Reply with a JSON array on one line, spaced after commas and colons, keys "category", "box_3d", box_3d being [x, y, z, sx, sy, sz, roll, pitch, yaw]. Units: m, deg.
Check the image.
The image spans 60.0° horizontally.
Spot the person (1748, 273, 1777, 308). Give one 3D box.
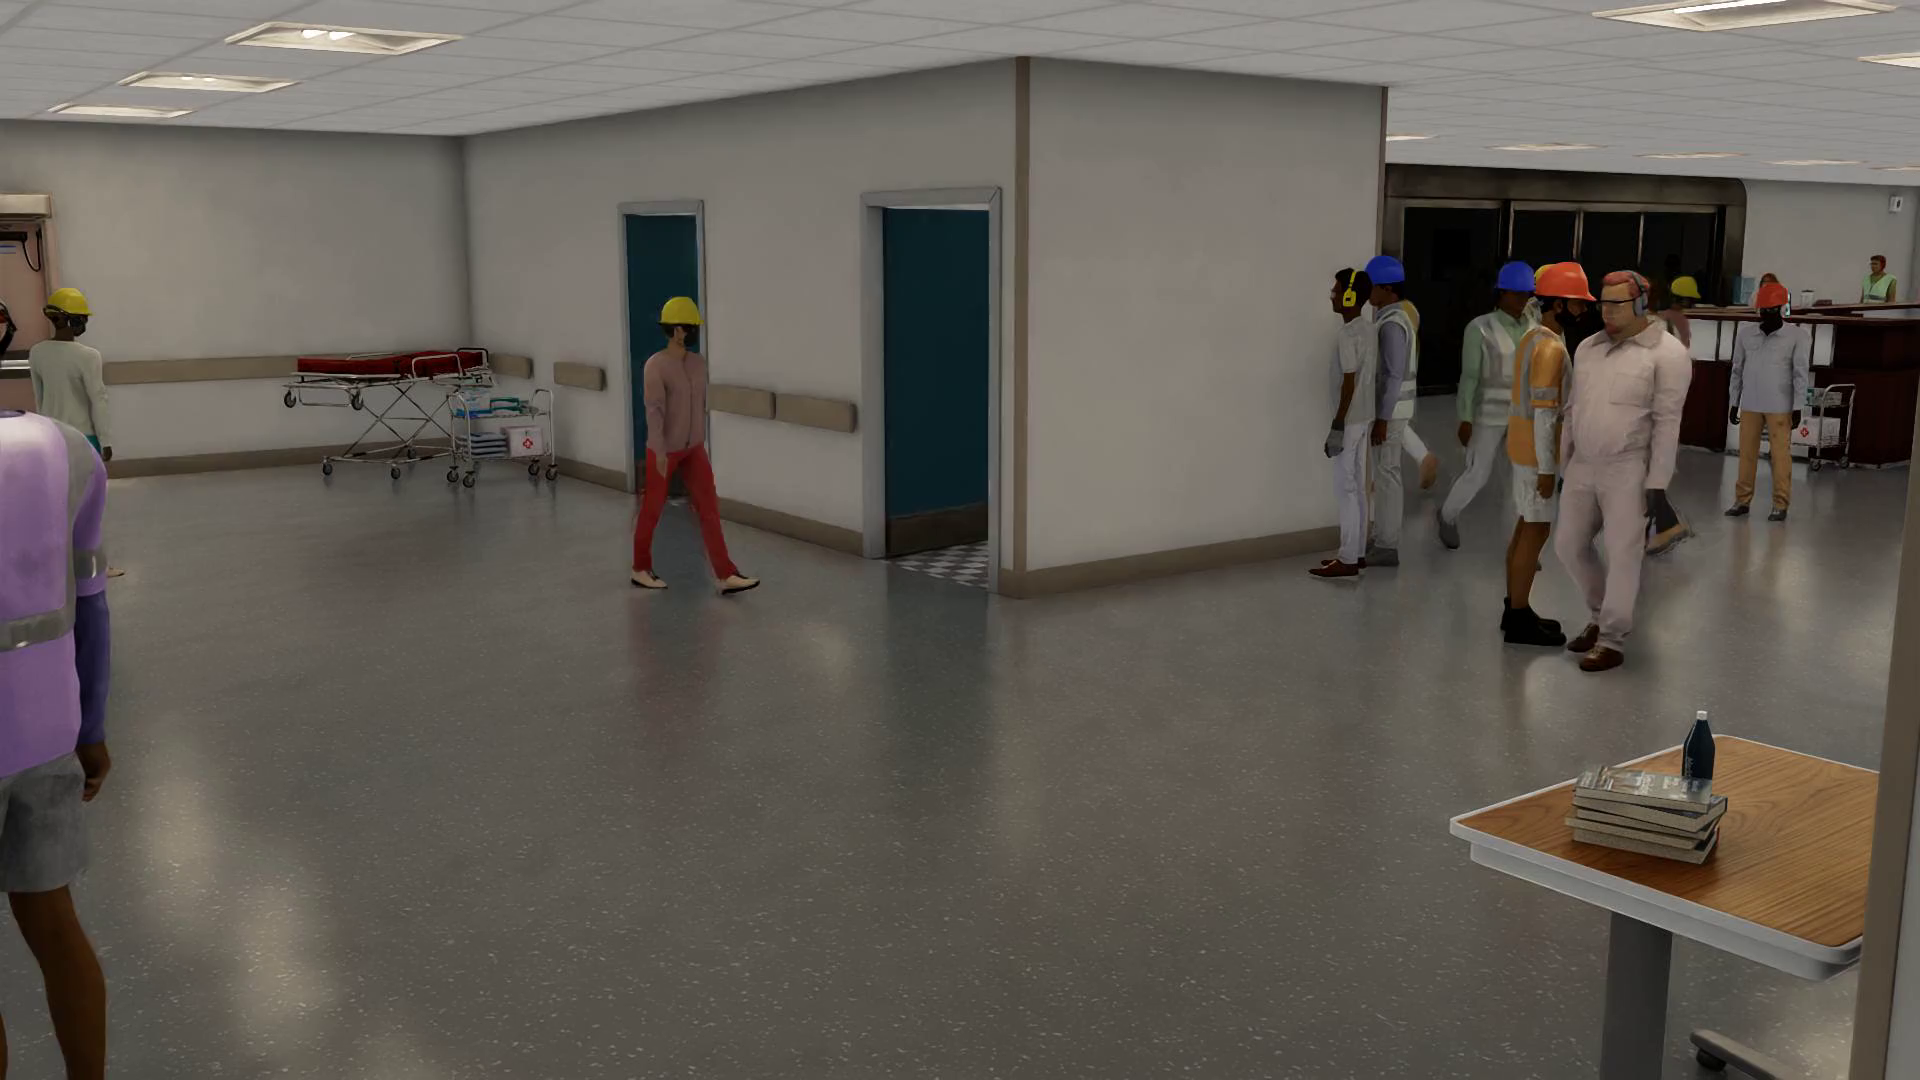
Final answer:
[{"category": "person", "box_3d": [10.909, -2.810, 22.595, 0.531, 1.610, 0.586, 9, 13, 40]}]

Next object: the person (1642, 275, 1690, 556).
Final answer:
[{"category": "person", "box_3d": [4.573, -0.808, 10.855, 0.540, 1.818, 0.675, -6, 12, -30]}]

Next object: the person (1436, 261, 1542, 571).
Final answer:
[{"category": "person", "box_3d": [3.393, -0.805, 10.554, 0.623, 1.922, 0.867, -3, 10, -15]}]

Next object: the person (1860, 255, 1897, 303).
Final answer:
[{"category": "person", "box_3d": [14.118, -3.461, 25.628, 0.373, 1.840, 0.571, -4, 11, -21]}]

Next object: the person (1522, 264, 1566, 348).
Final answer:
[{"category": "person", "box_3d": [5.257, -1.568, 15.052, 0.601, 1.830, 0.404, -9, 13, -40]}]

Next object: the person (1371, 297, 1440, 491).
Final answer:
[{"category": "person", "box_3d": [3.492, -1.275, 13.441, 0.631, 1.823, 0.737, -8, 13, -36]}]

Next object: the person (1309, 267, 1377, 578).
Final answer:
[{"category": "person", "box_3d": [2.340, -0.696, 10.093, 0.328, 1.862, 0.513, 5, 11, 27]}]

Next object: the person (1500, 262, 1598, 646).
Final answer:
[{"category": "person", "box_3d": [2.973, -0.432, 8.425, 0.388, 1.928, 0.546, 2, 10, 13]}]

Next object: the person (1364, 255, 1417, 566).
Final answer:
[{"category": "person", "box_3d": [2.661, -0.806, 10.461, 0.391, 1.947, 0.602, 2, 10, 12]}]

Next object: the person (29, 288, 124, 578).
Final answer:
[{"category": "person", "box_3d": [-5.321, -0.629, 10.008, 0.518, 1.757, 0.337, 3, 10, 15]}]

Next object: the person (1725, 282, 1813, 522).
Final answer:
[{"category": "person", "box_3d": [5.893, -1.007, 12.167, 0.360, 1.742, 0.563, -8, 13, -39]}]

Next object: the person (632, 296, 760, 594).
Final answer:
[{"category": "person", "box_3d": [-1.589, -0.536, 9.578, 0.900, 1.711, 0.543, 7, 12, 33]}]

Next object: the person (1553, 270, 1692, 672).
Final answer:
[{"category": "person", "box_3d": [3.106, -0.325, 7.915, 0.411, 1.901, 0.653, -6, 12, -29]}]

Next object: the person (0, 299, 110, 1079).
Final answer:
[{"category": "person", "box_3d": [-2.029, 0.412, 3.427, 0.407, 2.029, 0.613, 3, 11, 17]}]
